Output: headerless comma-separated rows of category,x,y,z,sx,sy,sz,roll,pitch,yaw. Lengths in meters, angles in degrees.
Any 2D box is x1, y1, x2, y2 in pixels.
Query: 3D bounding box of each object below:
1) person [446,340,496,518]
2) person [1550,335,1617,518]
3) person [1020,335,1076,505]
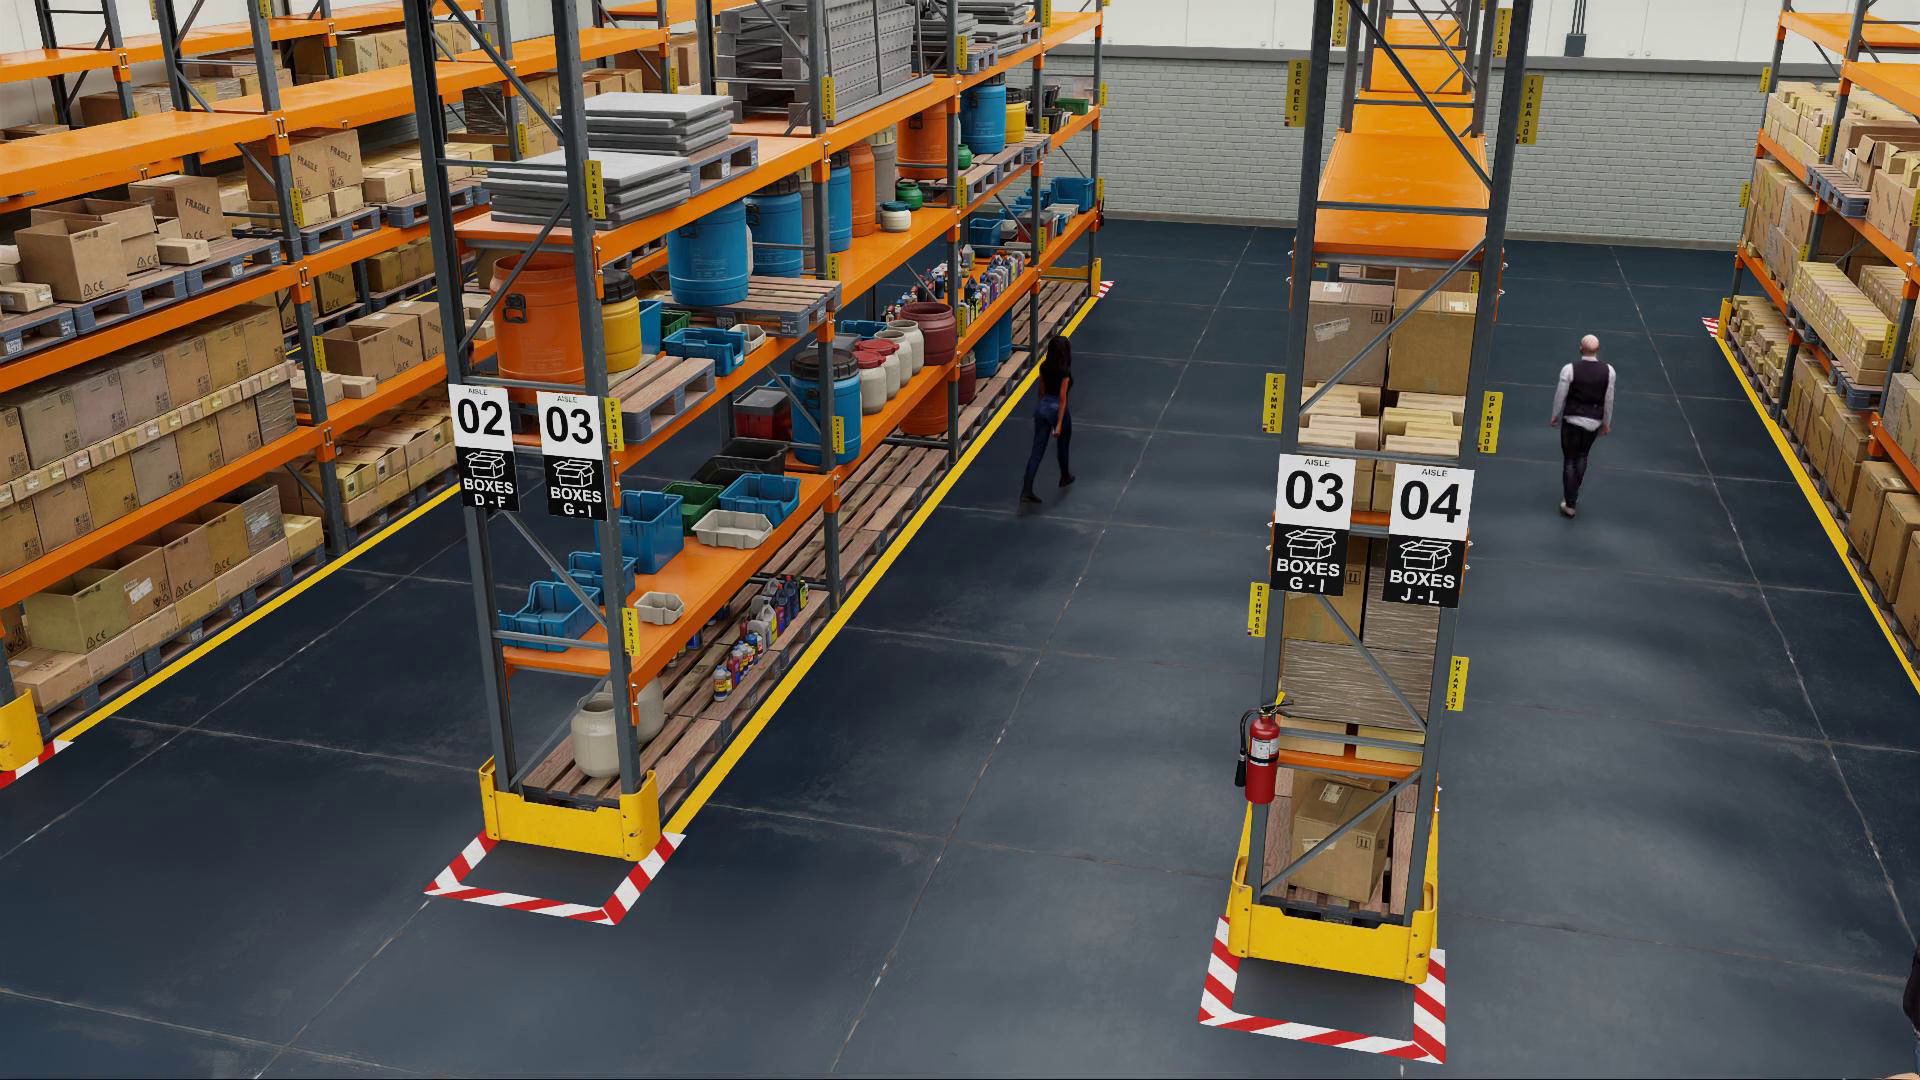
person,-4.770,-1.022,16.196,0.674,1.844,0.762,7,23,17
person,6.161,-1.100,16.445,0.820,1.799,0.995,1,22,3
person,0.879,-1.145,16.739,0.877,1.661,1.326,16,27,34
